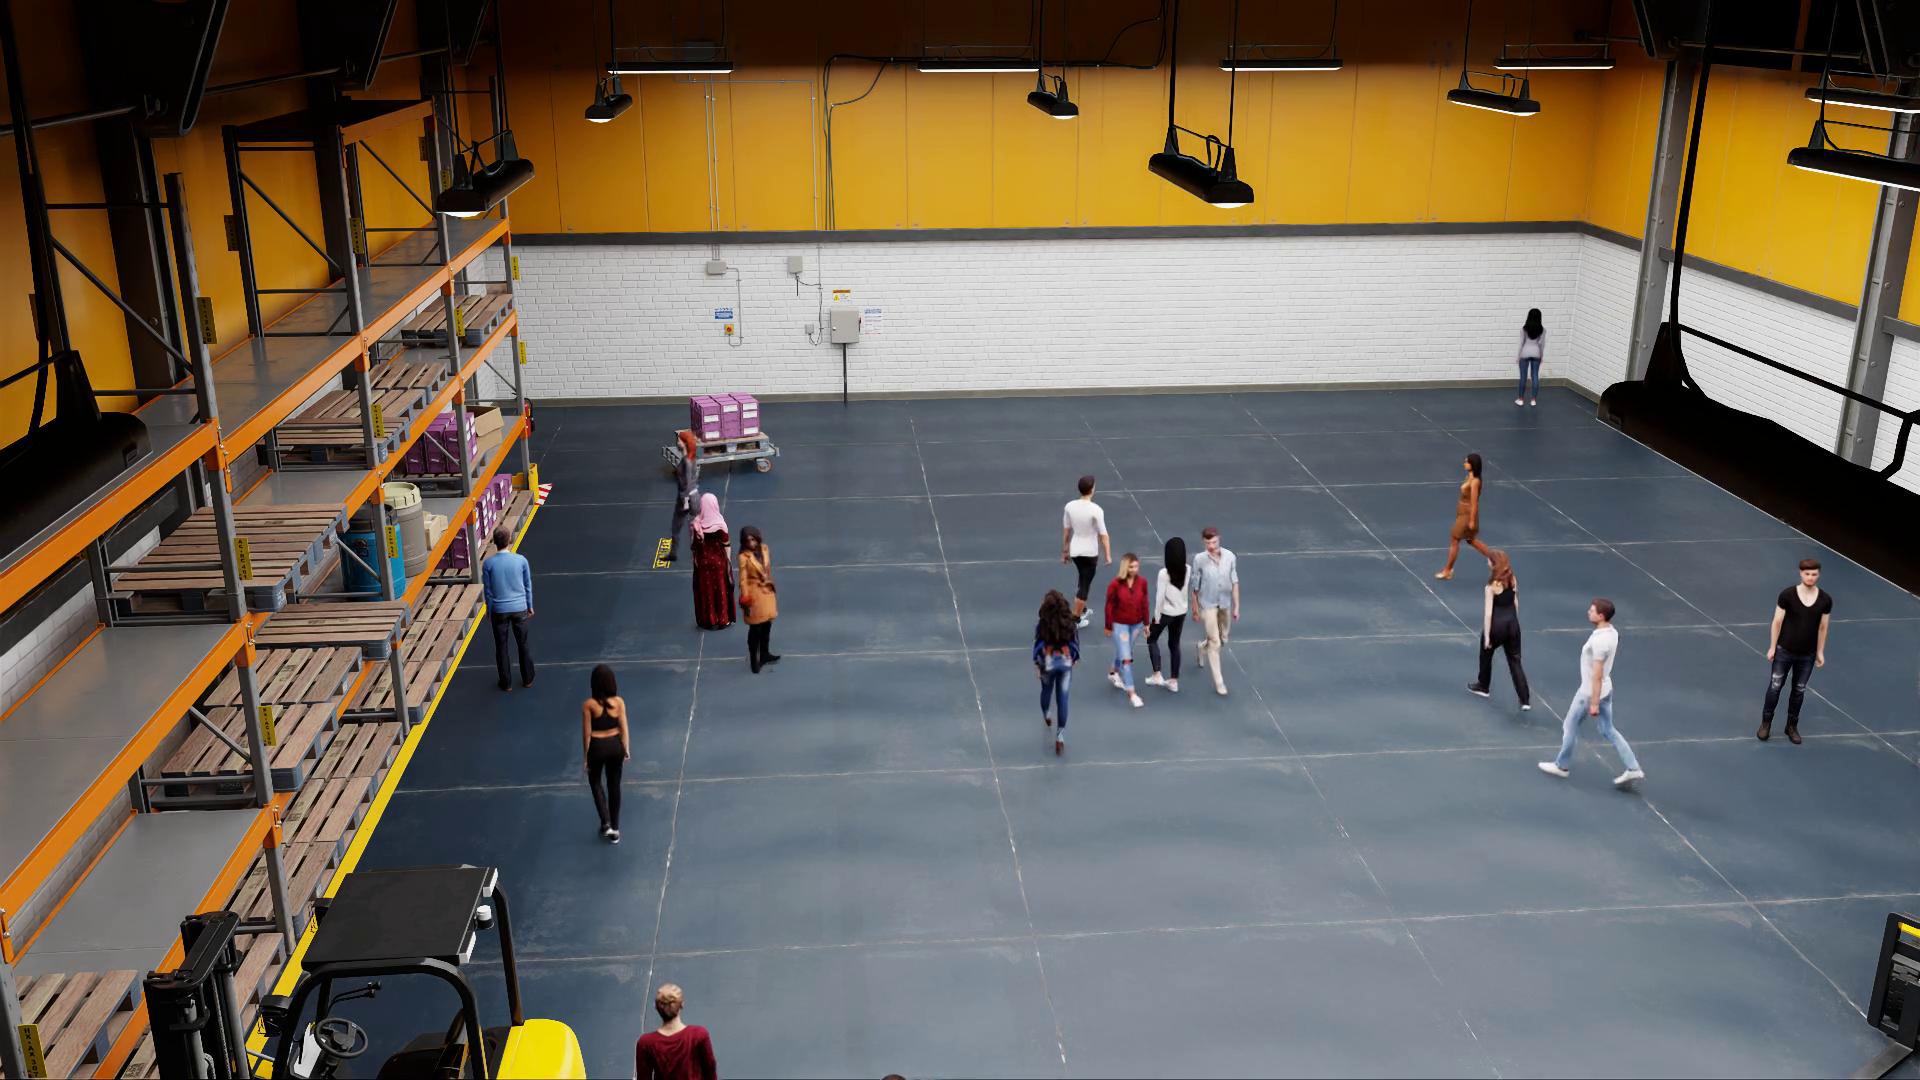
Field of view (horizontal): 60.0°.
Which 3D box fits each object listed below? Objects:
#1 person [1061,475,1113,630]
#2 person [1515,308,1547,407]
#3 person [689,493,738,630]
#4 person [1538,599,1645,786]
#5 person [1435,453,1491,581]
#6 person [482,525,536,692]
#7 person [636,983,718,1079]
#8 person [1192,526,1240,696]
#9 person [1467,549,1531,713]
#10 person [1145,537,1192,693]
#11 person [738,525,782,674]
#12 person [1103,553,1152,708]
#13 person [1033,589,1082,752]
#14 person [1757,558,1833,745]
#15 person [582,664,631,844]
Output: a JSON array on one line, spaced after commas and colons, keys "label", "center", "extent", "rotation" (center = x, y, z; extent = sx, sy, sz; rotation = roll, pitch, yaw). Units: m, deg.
[{"label": "person", "center": [1.394, 0.171, 19.255], "extent": [0.911, 1.835, 0.971], "rotation": [15, 24, 38]}, {"label": "person", "center": [10.146, -3.254, 29.585], "extent": [0.646, 1.734, 0.582], "rotation": [2, 19, 5]}, {"label": "person", "center": [-2.891, 0.249, 19.344], "extent": [0.713, 1.630, 0.668], "rotation": [3, 19, 8]}, {"label": "person", "center": [6.016, 1.453, 15.472], "extent": [1.213, 1.820, 1.185], "rotation": [14, 23, 35]}, {"label": "person", "center": [6.436, -0.254, 20.791], "extent": [0.803, 1.661, 1.056], "rotation": [3, 19, 8]}, {"label": "person", "center": [-4.792, 0.711, 17.675], "extent": [0.714, 1.820, 0.674], "rotation": [-7, 20, -20]}, {"label": "person", "center": [-1.655, 3.418, 9.864], "extent": [0.607, 1.675, 0.952], "rotation": [-1, 19, -4]}, {"label": "person", "center": [2.687, 0.694, 17.744], "extent": [0.778, 1.808, 1.098], "rotation": [-5, 19, -16]}, {"label": "person", "center": [5.630, 0.969, 17.106], "extent": [0.886, 1.694, 1.215], "rotation": [-5, 19, -14]}, {"label": "person", "center": [2.292, 0.813, 17.589], "extent": [0.731, 1.682, 0.760], "rotation": [-13, 22, -33]}, {"label": "person", "center": [-2.201, 0.627, 18.109], "extent": [0.904, 1.703, 0.836], "rotation": [9, 21, 25]}, {"label": "person", "center": [1.724, 0.898, 17.488], "extent": [0.870, 1.586, 1.179], "rotation": [-8, 20, -23]}, {"label": "person", "center": [0.959, 1.296, 16.328], "extent": [0.707, 1.572, 1.069], "rotation": [1, 19, 2]}, {"label": "person", "center": [8.283, 1.074, 16.480], "extent": [0.753, 1.896, 0.721], "rotation": [6, 20, 18]}, {"label": "person", "center": [-3.071, 1.892, 14.460], "extent": [0.644, 1.633, 0.666], "rotation": [-7, 20, -20]}]
